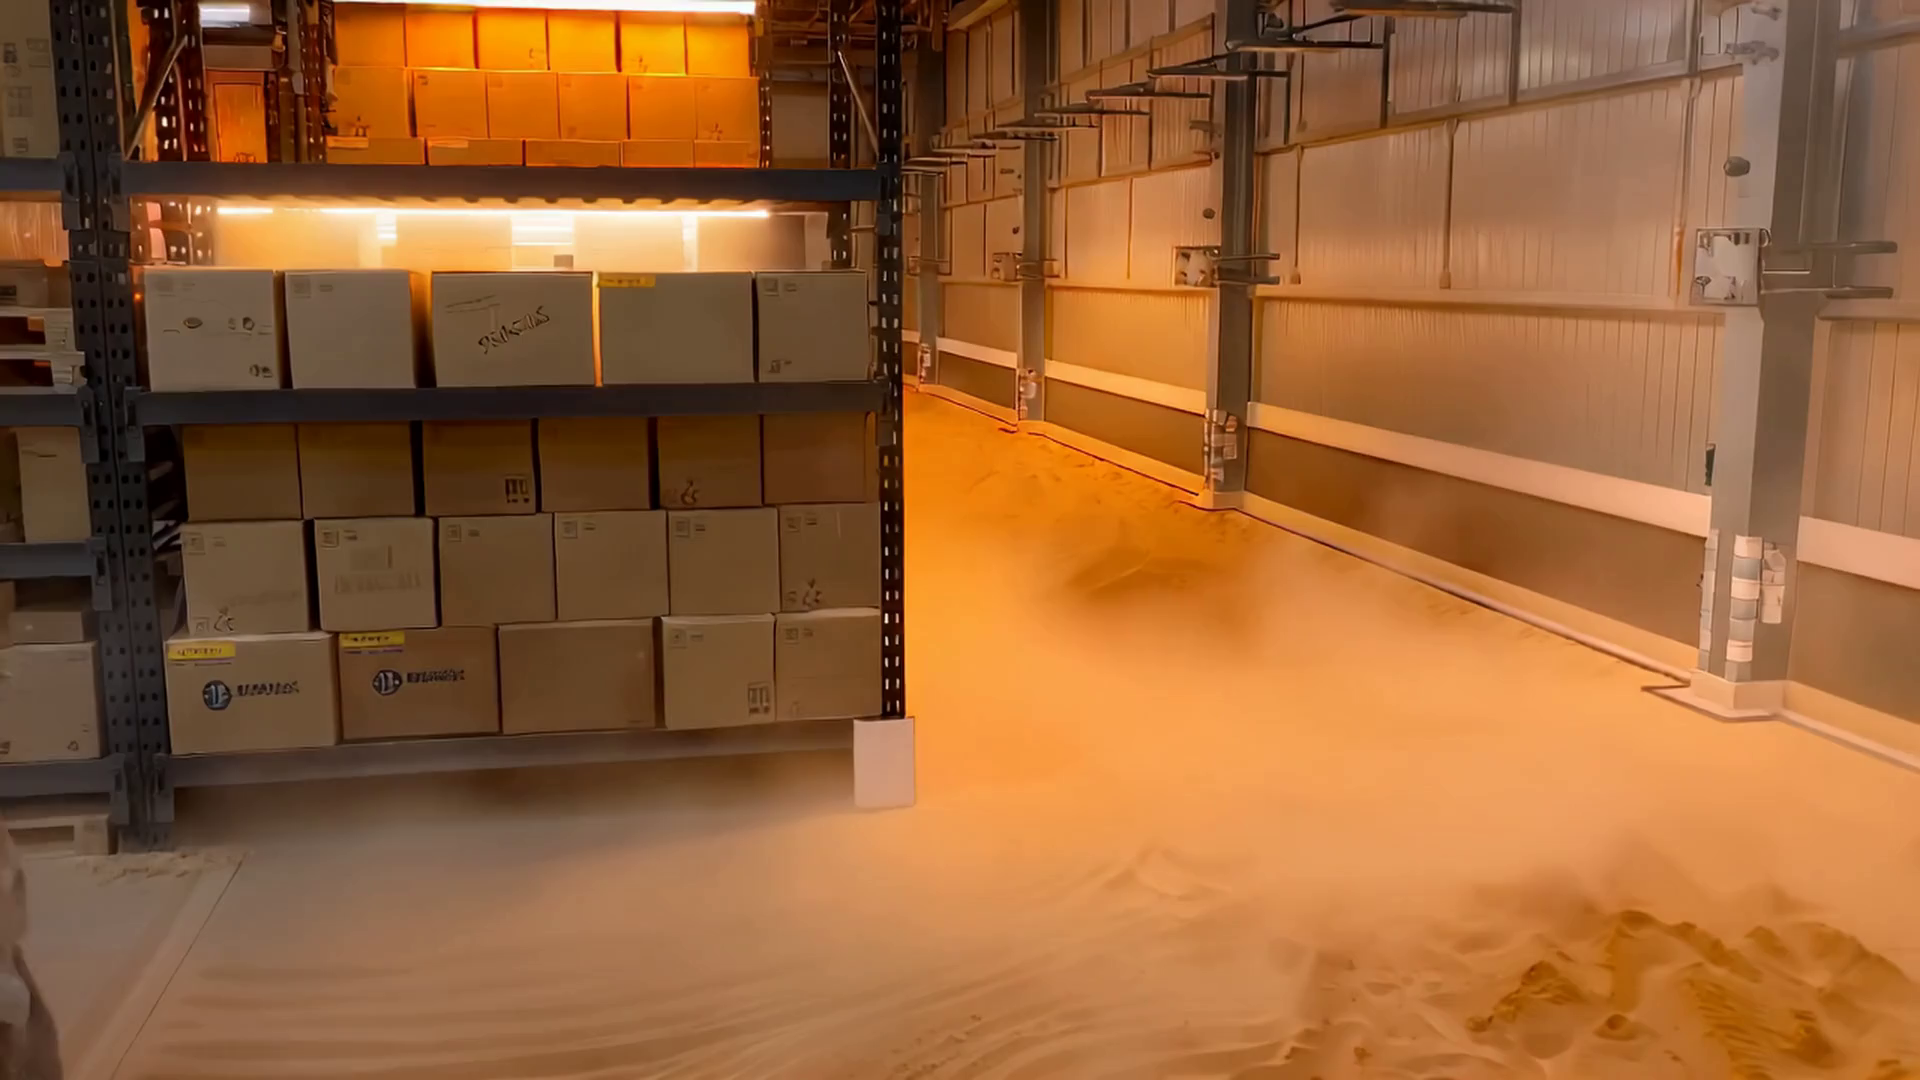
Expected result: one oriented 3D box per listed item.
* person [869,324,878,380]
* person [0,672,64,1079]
[{"bbox_3d":[-2.229,-4.304,39.545,0.584,1.713,0.822,-2,10,-13],"label":"person"},{"bbox_3d":[-3.077,1.234,5.087,0.961,1.961,0.628,-7,12,-38],"label":"person"}]
